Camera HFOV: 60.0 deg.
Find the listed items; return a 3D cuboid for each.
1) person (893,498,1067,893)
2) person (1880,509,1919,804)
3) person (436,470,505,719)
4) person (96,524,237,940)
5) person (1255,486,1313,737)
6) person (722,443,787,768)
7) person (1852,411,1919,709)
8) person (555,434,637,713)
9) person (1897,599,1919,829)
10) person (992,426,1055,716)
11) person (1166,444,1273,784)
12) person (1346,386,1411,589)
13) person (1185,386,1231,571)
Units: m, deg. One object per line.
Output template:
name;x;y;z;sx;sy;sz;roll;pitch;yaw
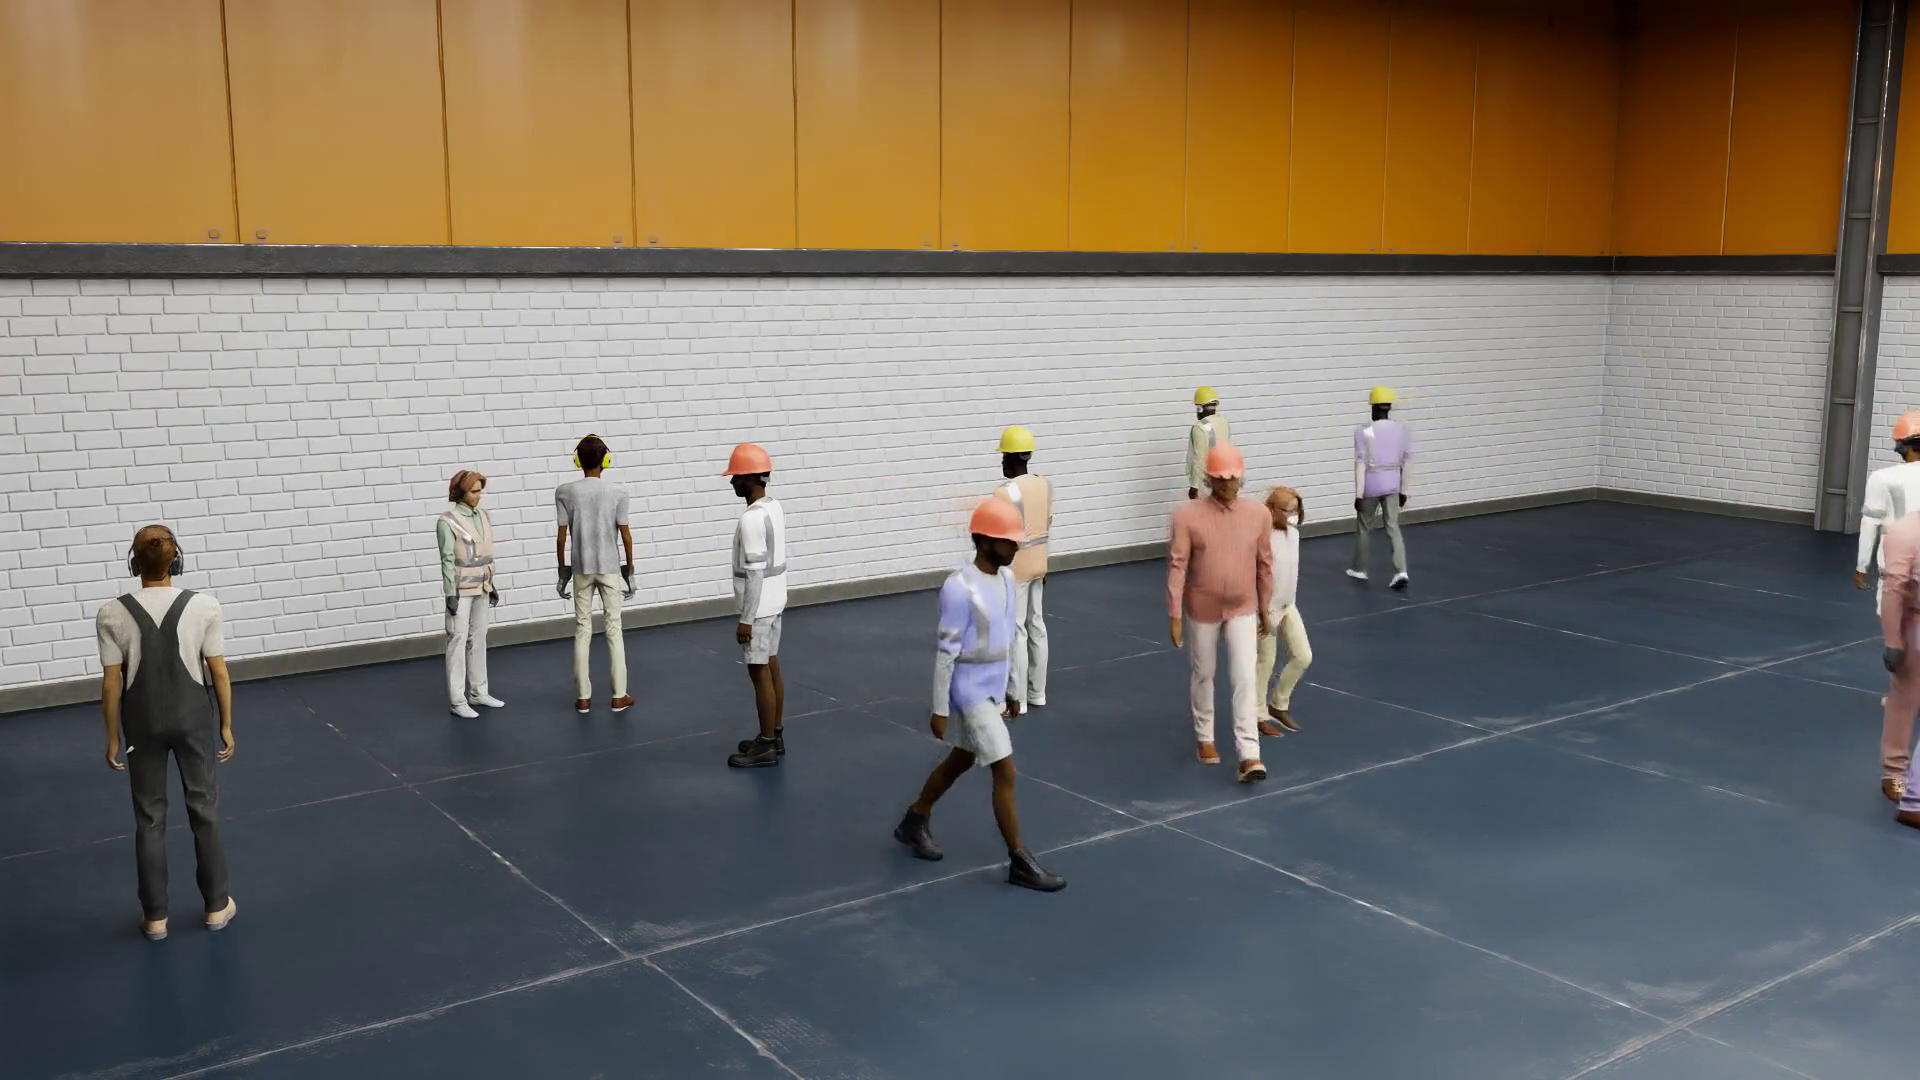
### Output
person;0.062;0.714;8.095;1.001;1.885;0.548;5;10;29
person;5.415;0.522;9.191;0.652;1.905;0.403;0;9;-2
person;-3.266;0.352;11.058;0.308;1.638;0.511;3;10;18
person;-3.505;0.845;7.372;0.520;1.844;0.330;-4;10;-24
person;2.018;0.459;10.490;0.497;1.612;0.405;-9;13;-44
person;-1.223;0.389;9.912;0.366;1.935;0.546;1;9;7
person;6.285;0.160;11.055;0.602;2.024;0.469;0;9;2
person;-2.435;0.226;11.127;0.533;1.866;0.315;-1;9;-5
person;5.235;0.604;8.722;0.447;1.892;0.660;4;10;22
person;0.387;0.206;11.064;0.367;1.928;0.584;7;12;37
person;1.520;0.426;9.630;0.659;1.943;0.995;0;9;-2
person;3.961;-0.501;15.573;0.603;1.884;0.975;-2;9;-13
person;2.413;-0.596;16.314;0.403;1.828;0.594;7;12;38
